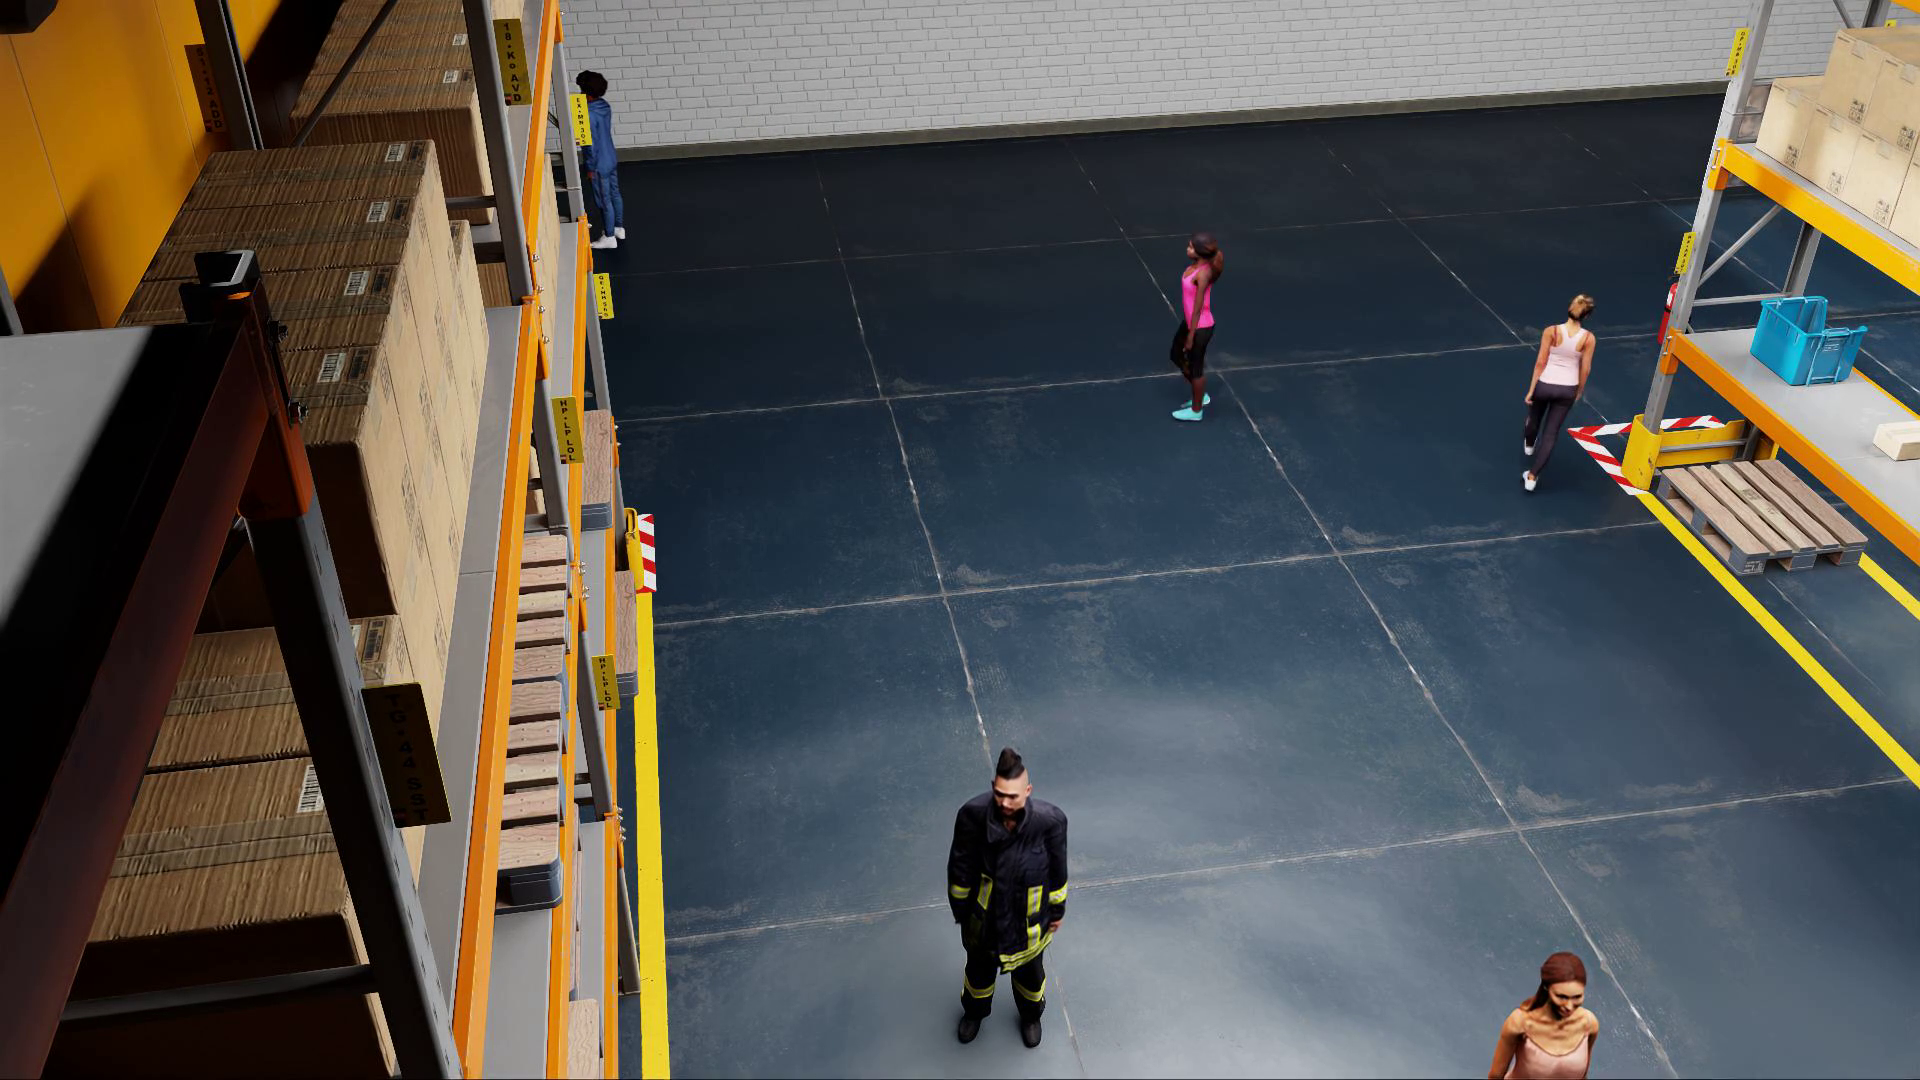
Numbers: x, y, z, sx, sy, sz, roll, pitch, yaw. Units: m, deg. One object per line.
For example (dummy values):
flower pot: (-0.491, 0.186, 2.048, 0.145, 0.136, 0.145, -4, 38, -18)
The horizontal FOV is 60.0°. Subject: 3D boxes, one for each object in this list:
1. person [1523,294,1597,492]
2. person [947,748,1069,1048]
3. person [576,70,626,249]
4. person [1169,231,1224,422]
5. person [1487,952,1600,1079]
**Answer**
person: (4.604, -1.117, 12.872, 0.911, 1.618, 1.083, 11, 35, 16)
person: (0.248, 1.783, 8.290, 0.838, 1.861, 0.803, 4, 34, 6)
person: (-3.632, -3.854, 16.815, 0.812, 1.811, 0.662, 8, 34, 11)
person: (2.042, -1.750, 13.738, 0.706, 1.715, 0.604, 2, 34, 4)
person: (2.491, 2.476, 7.274, 0.618, 1.832, 0.542, -1, 34, -2)
